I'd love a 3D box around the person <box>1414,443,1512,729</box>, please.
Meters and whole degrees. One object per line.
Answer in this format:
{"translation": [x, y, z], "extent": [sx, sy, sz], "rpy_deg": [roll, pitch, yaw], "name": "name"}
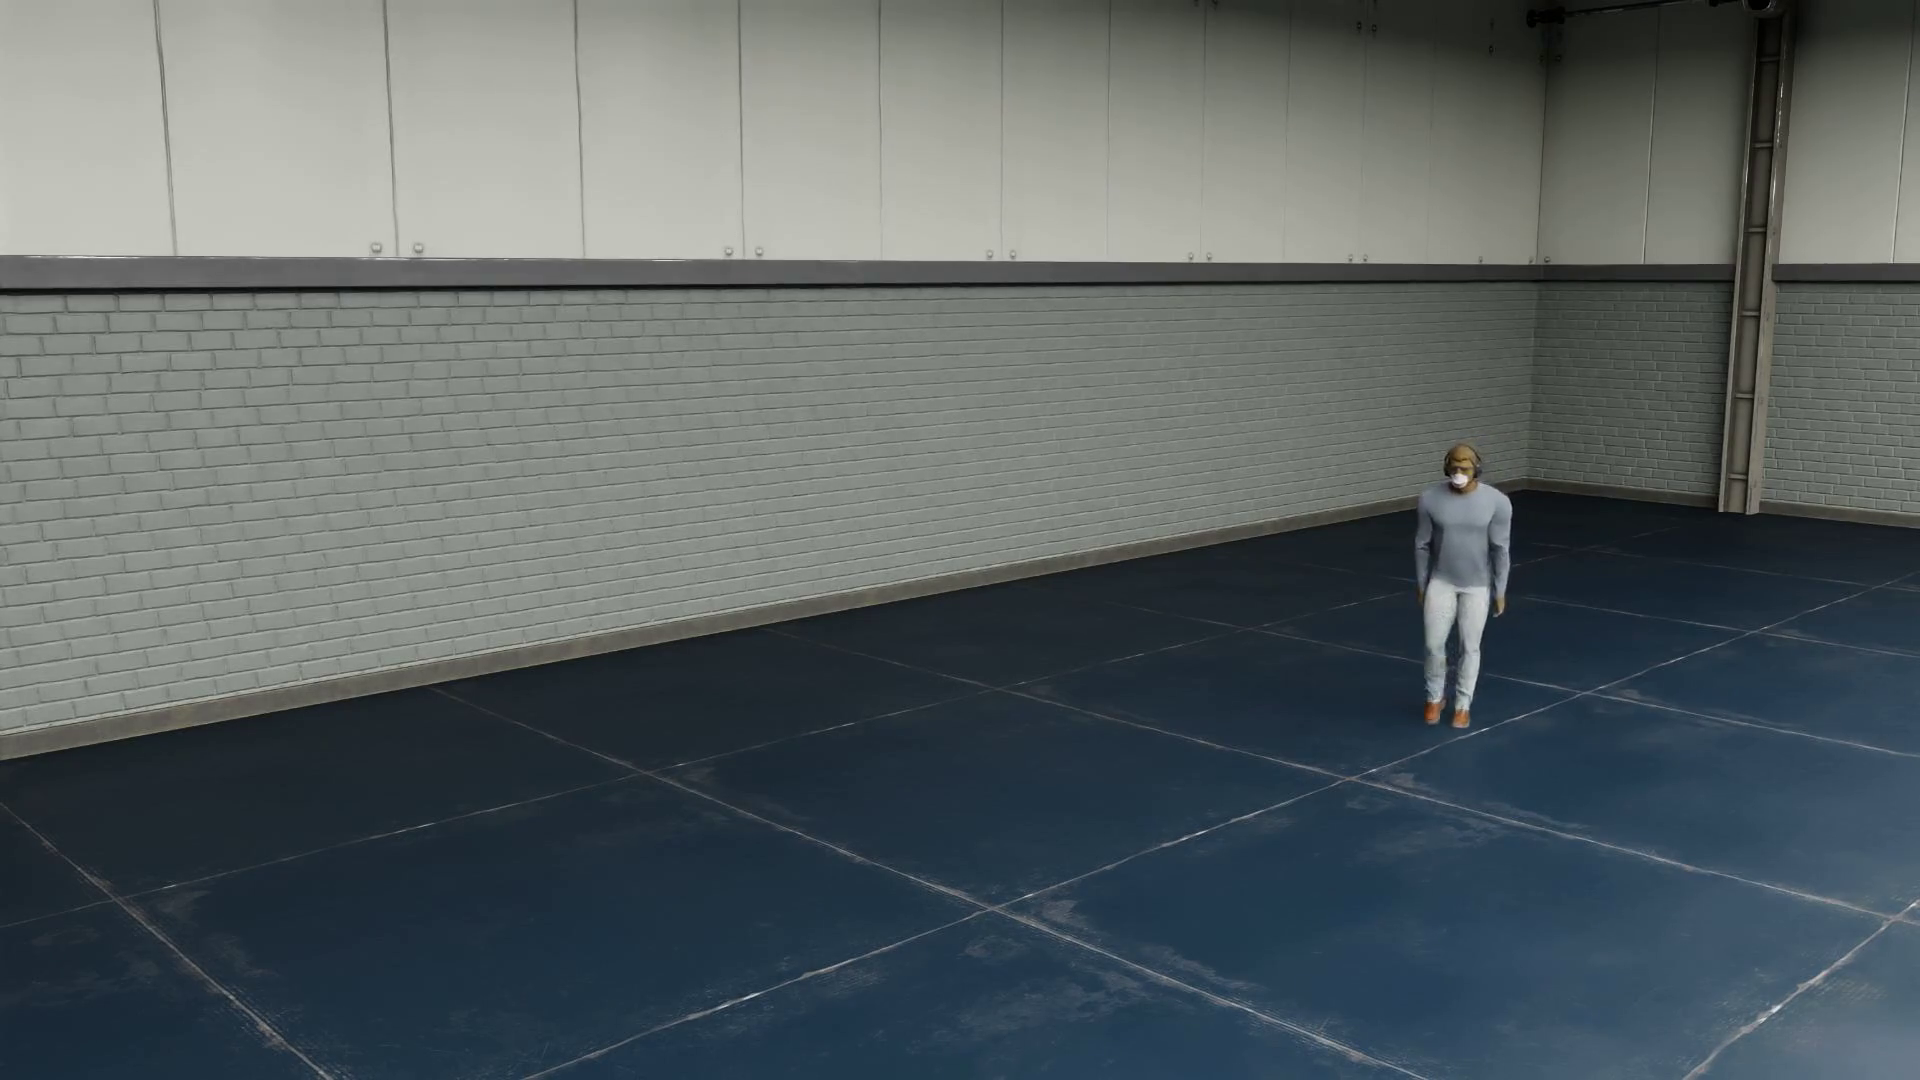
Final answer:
{"translation": [3.312, 0.315, 11.019], "extent": [0.629, 1.921, 0.490], "rpy_deg": [4, 10, 22], "name": "person"}
